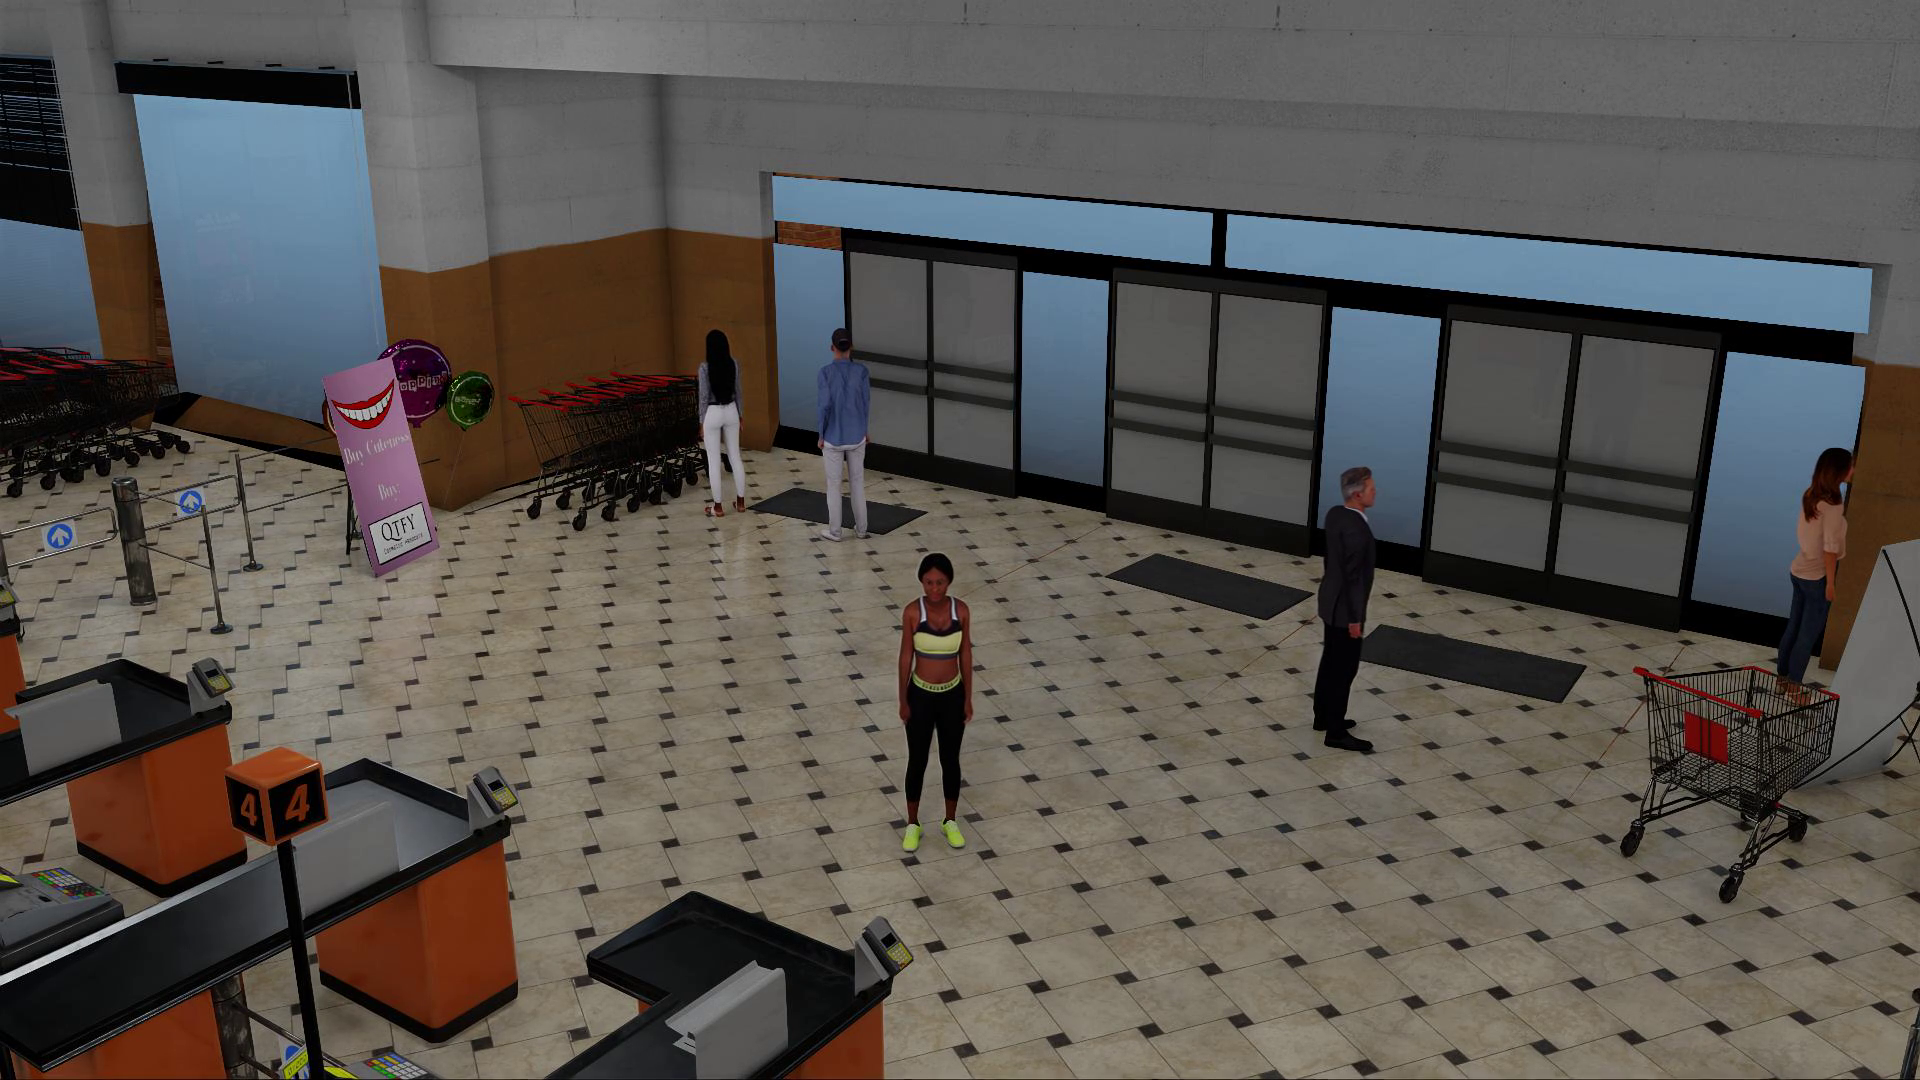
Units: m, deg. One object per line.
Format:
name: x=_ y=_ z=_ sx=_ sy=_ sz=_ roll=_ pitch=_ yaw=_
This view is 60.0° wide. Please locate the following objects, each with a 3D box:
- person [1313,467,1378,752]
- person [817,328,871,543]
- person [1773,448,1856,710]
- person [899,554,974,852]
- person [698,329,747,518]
person: x=2.465 y=0.409 z=10.603 sx=0.861 sy=1.841 sz=0.764 roll=-1 pitch=19 yaw=-2
person: x=-1.015 y=-0.916 z=14.458 sx=0.683 sy=1.888 sz=0.803 roll=-8 pitch=20 yaw=-23
person: x=5.731 y=0.242 z=11.174 sx=0.726 sy=1.792 sz=0.617 roll=2 pitch=19 yaw=5
person: x=-0.135 y=0.896 z=9.297 sx=0.640 sy=1.753 sz=0.694 roll=-3 pitch=19 yaw=-8
person: x=-2.189 y=-1.079 z=15.198 sx=0.569 sy=1.724 sz=0.723 roll=-12 pitch=22 yaw=-31
